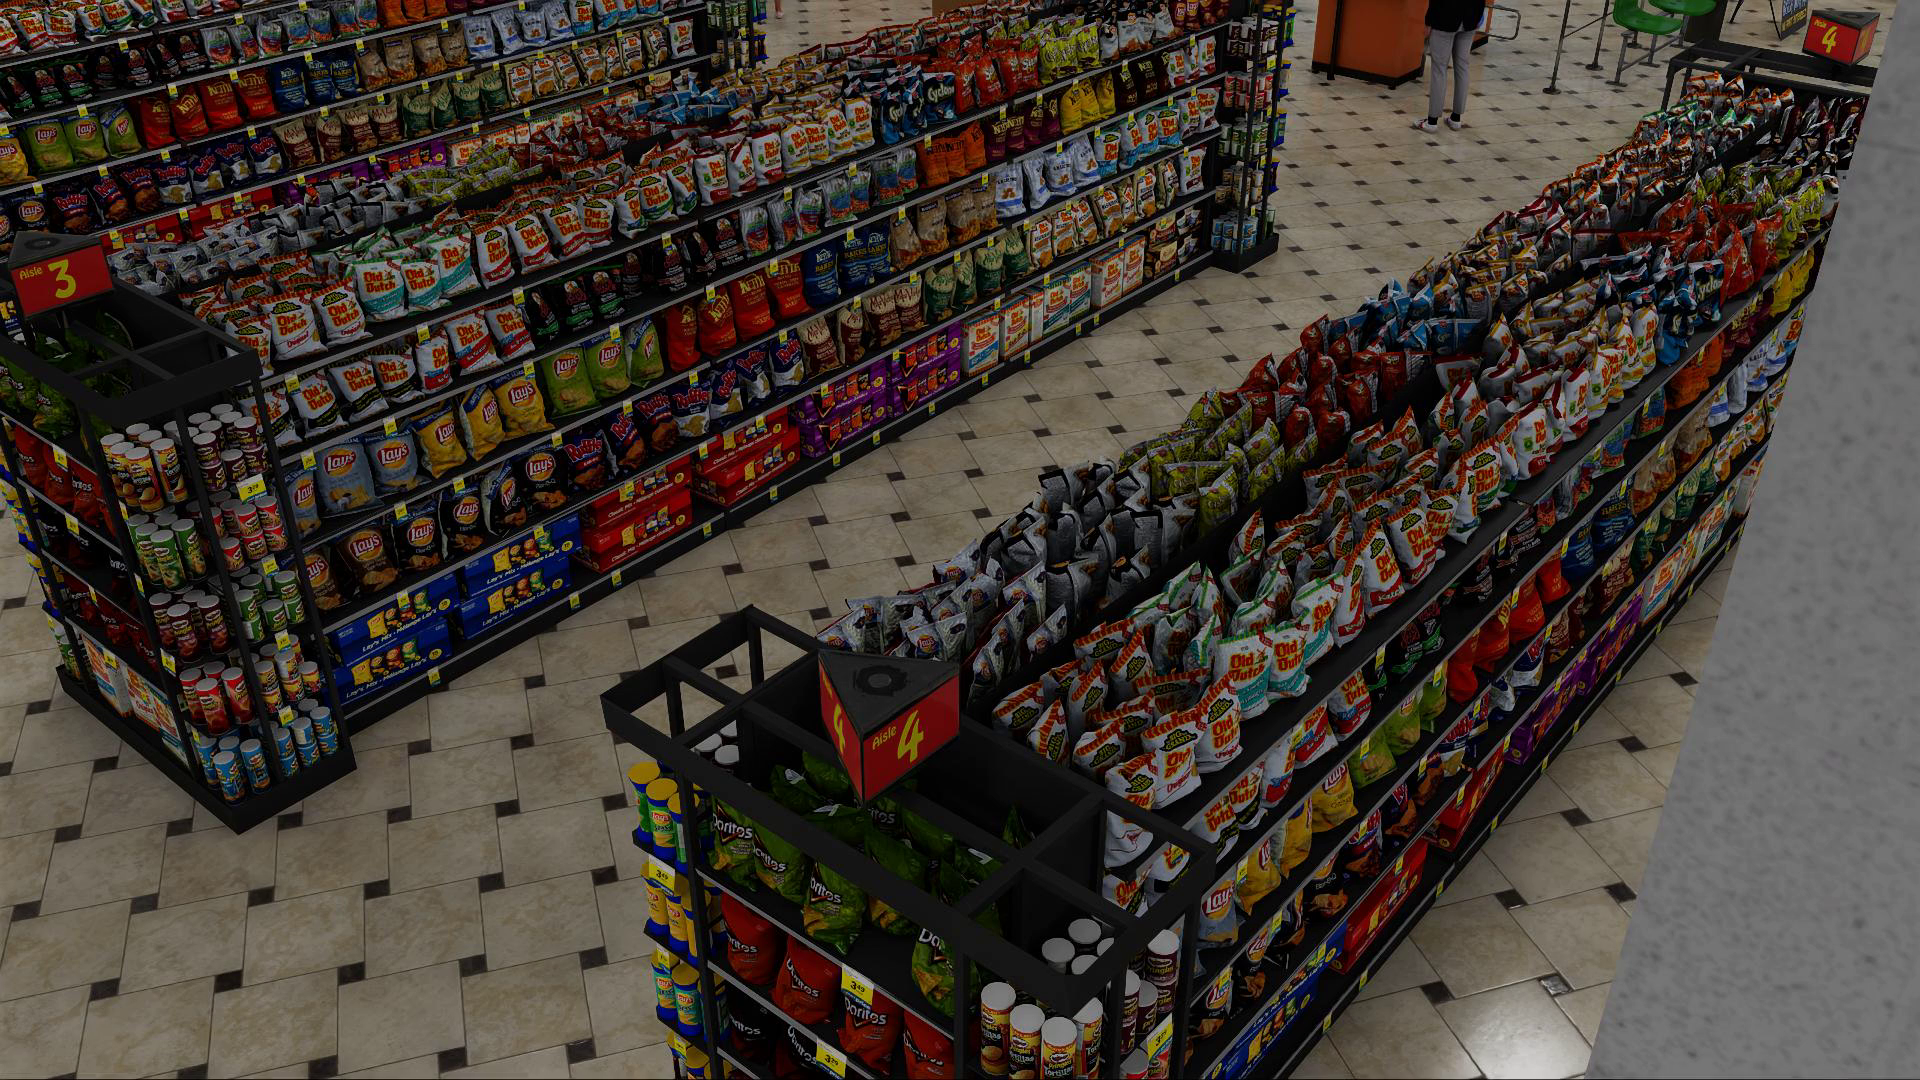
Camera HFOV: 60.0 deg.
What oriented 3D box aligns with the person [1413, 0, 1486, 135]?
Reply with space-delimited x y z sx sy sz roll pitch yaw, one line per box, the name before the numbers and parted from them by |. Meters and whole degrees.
person | 4.182 -4.417 13.996 0.744 1.950 0.857 -9 33 -14
